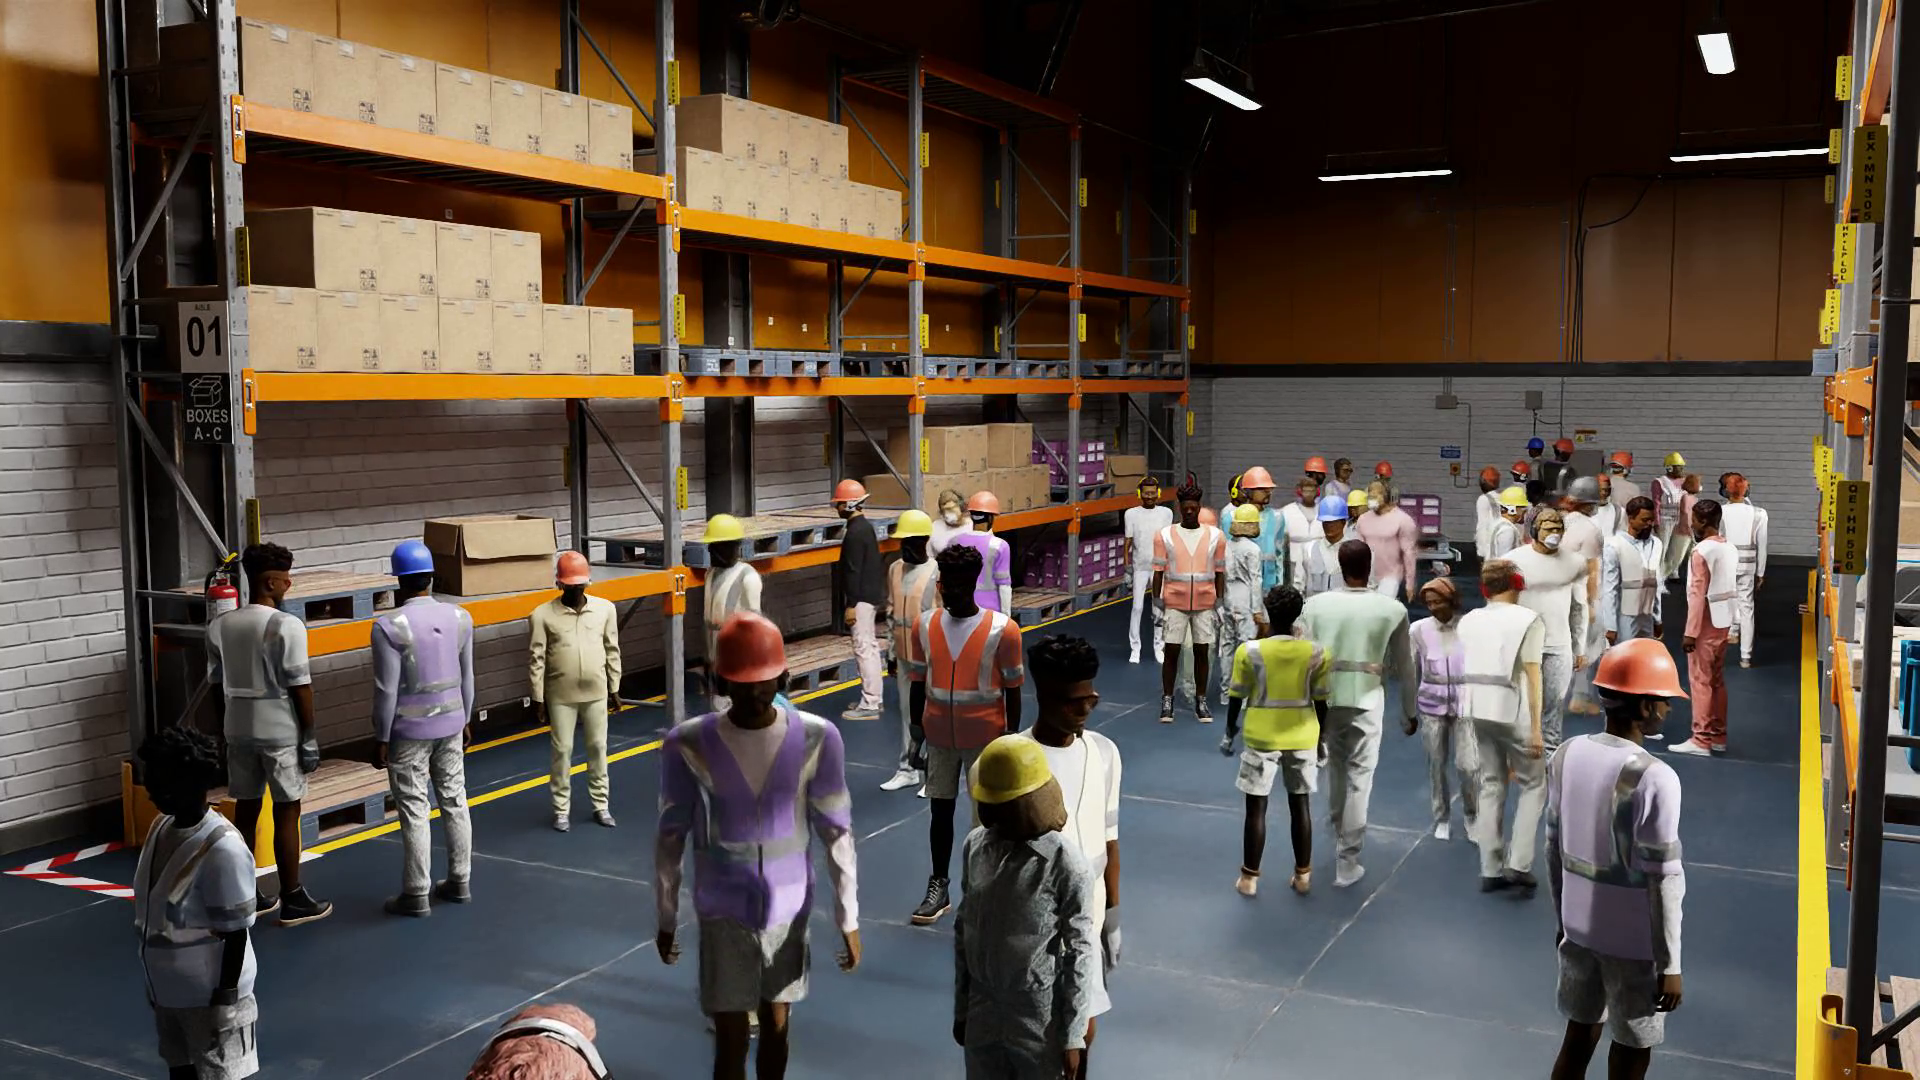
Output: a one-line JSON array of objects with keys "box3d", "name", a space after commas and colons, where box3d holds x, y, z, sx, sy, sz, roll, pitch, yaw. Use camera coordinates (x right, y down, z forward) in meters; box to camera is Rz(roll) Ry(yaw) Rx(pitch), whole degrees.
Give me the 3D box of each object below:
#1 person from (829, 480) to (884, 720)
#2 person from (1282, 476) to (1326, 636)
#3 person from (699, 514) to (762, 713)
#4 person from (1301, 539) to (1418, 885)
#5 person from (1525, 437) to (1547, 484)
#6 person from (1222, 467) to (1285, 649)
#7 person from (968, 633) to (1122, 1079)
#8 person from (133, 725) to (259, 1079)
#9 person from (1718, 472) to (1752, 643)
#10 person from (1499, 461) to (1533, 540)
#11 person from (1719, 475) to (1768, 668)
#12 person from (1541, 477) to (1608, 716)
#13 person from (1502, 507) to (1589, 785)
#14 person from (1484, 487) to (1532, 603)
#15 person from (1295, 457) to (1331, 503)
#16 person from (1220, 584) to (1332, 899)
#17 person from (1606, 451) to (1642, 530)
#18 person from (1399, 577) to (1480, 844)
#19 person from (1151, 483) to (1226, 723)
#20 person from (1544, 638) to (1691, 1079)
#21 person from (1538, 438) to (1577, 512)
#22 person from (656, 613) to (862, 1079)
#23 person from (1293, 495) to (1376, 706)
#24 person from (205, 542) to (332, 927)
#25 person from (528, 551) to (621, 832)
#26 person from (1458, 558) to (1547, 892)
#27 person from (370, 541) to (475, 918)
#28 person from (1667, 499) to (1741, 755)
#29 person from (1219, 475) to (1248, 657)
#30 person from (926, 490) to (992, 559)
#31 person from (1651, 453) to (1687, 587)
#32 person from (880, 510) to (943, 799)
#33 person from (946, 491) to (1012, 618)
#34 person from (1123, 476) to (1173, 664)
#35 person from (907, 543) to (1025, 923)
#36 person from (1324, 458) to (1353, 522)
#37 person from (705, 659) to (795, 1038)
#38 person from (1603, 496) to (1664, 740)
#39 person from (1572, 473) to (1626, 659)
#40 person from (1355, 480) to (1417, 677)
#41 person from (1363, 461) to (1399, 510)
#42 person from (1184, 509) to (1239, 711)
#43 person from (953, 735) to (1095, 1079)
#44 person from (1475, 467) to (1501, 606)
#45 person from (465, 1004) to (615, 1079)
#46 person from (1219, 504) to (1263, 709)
[{"box3d": [-0.867, 0.490, 13.764, 0.432, 1.981, 0.632, 0, 5, 5], "name": "person"}, {"box3d": [3.617, 0.236, 17.330, 0.593, 1.821, 0.688, 1, 5, 6], "name": "person"}, {"box3d": [-1.509, 0.765, 11.175, 0.735, 1.912, 0.616, -4, 7, -39], "name": "person"}, {"box3d": [2.268, 0.933, 9.425, 0.625, 1.877, 0.931, 3, 6, 26], "name": "person"}, {"box3d": [8.930, -0.615, 25.785, 0.401, 1.945, 0.614, 4, 6, 34], "name": "person"}, {"box3d": [2.571, 0.385, 14.503, 0.612, 2.047, 0.361, -2, 6, -21], "name": "person"}, {"box3d": [0.304, 1.273, 5.491, 0.604, 1.949, 0.380, -4, 6, -34], "name": "person"}, {"box3d": [-2.418, 1.419, 5.261, 0.532, 1.693, 0.319, 4, 7, 38], "name": "person"}, {"box3d": [8.257, 0.189, 17.798, 0.429, 1.831, 0.633, 2, 6, 25], "name": "person"}, {"box3d": [7.403, -0.170, 22.029, 0.326, 1.752, 0.560, -3, 6, -31], "name": "person"}, {"box3d": [7.547, 0.306, 16.215, 0.575, 1.885, 0.355, 1, 5, 13], "name": "person"}, {"box3d": [5.091, 0.452, 13.817, 0.708, 2.000, 0.793, -2, 6, -24], "name": "person"}, {"box3d": [3.996, 0.731, 11.438, 0.635, 1.932, 0.362, 0, 5, 1], "name": "person"}, {"box3d": [5.043, 0.421, 15.339, 0.404, 1.824, 0.590, 1, 5, 13], "name": "person"}, {"box3d": [4.051, 0.010, 19.127, 0.375, 1.933, 0.550, -1, 5, -9], "name": "person"}, {"box3d": [1.704, 1.082, 8.913, 0.557, 1.689, 0.319, 0, 5, -4], "name": "person"}, {"box3d": [7.688, -0.046, 19.488, 0.414, 1.985, 0.635, -5, 7, -43], "name": "person"}, {"box3d": [2.910, 1.020, 9.986, 0.529, 1.608, 0.445, 2, 6, 18], "name": "person"}, {"box3d": [1.865, 0.512, 13.556, 0.612, 1.963, 0.361, 0, 5, 1], "name": "person"}, {"box3d": [2.173, 1.281, 5.455, 0.377, 1.932, 0.552, -2, 6, -19], "name": "person"}, {"box3d": [8.452, -0.430, 23.398, 0.494, 2.023, 0.630, -3, 6, -26], "name": "person"}, {"box3d": [-0.655, 1.243, 5.476, 0.641, 2.005, 0.889, -1, 6, -16], "name": "person"}, {"box3d": [2.749, 0.640, 12.281, 0.617, 1.946, 0.393, 3, 6, 26], "name": "person"}, {"box3d": [-3.529, 0.987, 8.493, 0.602, 1.958, 0.381, 2, 6, 19], "name": "person"}, {"box3d": [-2.369, 0.930, 10.284, 0.573, 1.738, 0.351, -3, 6, -28], "name": "person"}, {"box3d": [2.965, 1.007, 9.105, 0.463, 1.799, 0.629, -4, 6, -34], "name": "person"}, {"box3d": [-2.809, 0.976, 8.682, 0.399, 1.943, 0.615, 4, 6, 35], "name": "person"}, {"box3d": [5.596, 0.650, 12.423, 0.598, 1.907, 0.408, -5, 7, -44], "name": "person"}, {"box3d": [2.787, 0.273, 16.754, 0.351, 1.856, 0.522, 2, 6, 23], "name": "person"}, {"box3d": [-0.032, 0.528, 13.814, 0.681, 1.897, 0.686, -1, 5, -9], "name": "person"}, {"box3d": [9.723, -0.273, 22.717, 0.601, 1.831, 0.404, -2, 6, -21], "name": "person"}, {"box3d": [-0.277, 0.756, 11.139, 0.589, 1.927, 0.387, 5, 7, 42], "name": "person"}, {"box3d": [0.162, 0.580, 13.087, 0.550, 1.923, 0.391, 3, 6, 25], "name": "person"}, {"box3d": [1.870, 0.299, 16.440, 0.516, 1.861, 0.315, -1, 5, -6], "name": "person"}, {"box3d": [0.015, 0.989, 8.441, 0.612, 1.962, 0.363, 2, 6, 20], "name": "person"}, {"box3d": [4.772, -0.113, 20.936, 0.517, 1.843, 0.325, -5, 7, -42], "name": "person"}, {"box3d": [-0.903, 1.225, 7.123, 0.354, 1.737, 0.574, 1, 6, 15], "name": "person"}, {"box3d": [5.200, 0.606, 12.875, 0.599, 1.909, 0.401, -3, 6, -30], "name": "person"}, {"box3d": [6.353, 0.272, 16.620, 0.577, 1.880, 0.353, 0, 5, 3], "name": "person"}, {"box3d": [3.901, 0.386, 15.424, 1.006, 1.888, 0.634, -4, 7, -37], "name": "person"}, {"box3d": [5.582, -0.164, 21.964, 0.574, 1.749, 0.337, -3, 6, -25], "name": "person"}, {"box3d": [2.081, 0.581, 14.205, 0.589, 1.698, 0.795, 0, 5, 3], "name": "person"}, {"box3d": [0.163, 1.428, 4.933, 0.484, 1.736, 0.307, 4, 7, 38], "name": "person"}, {"box3d": [5.942, 0.130, 18.376, 0.508, 1.849, 0.623, 5, 7, 42], "name": "person"}, {"box3d": [-0.556, 1.593, 2.317, 0.649, 1.902, 0.400, 1, 5, 12], "name": "person"}, {"box3d": [2.423, 0.562, 14.207, 0.314, 1.744, 0.487, -3, 6, -27], "name": "person"}]
